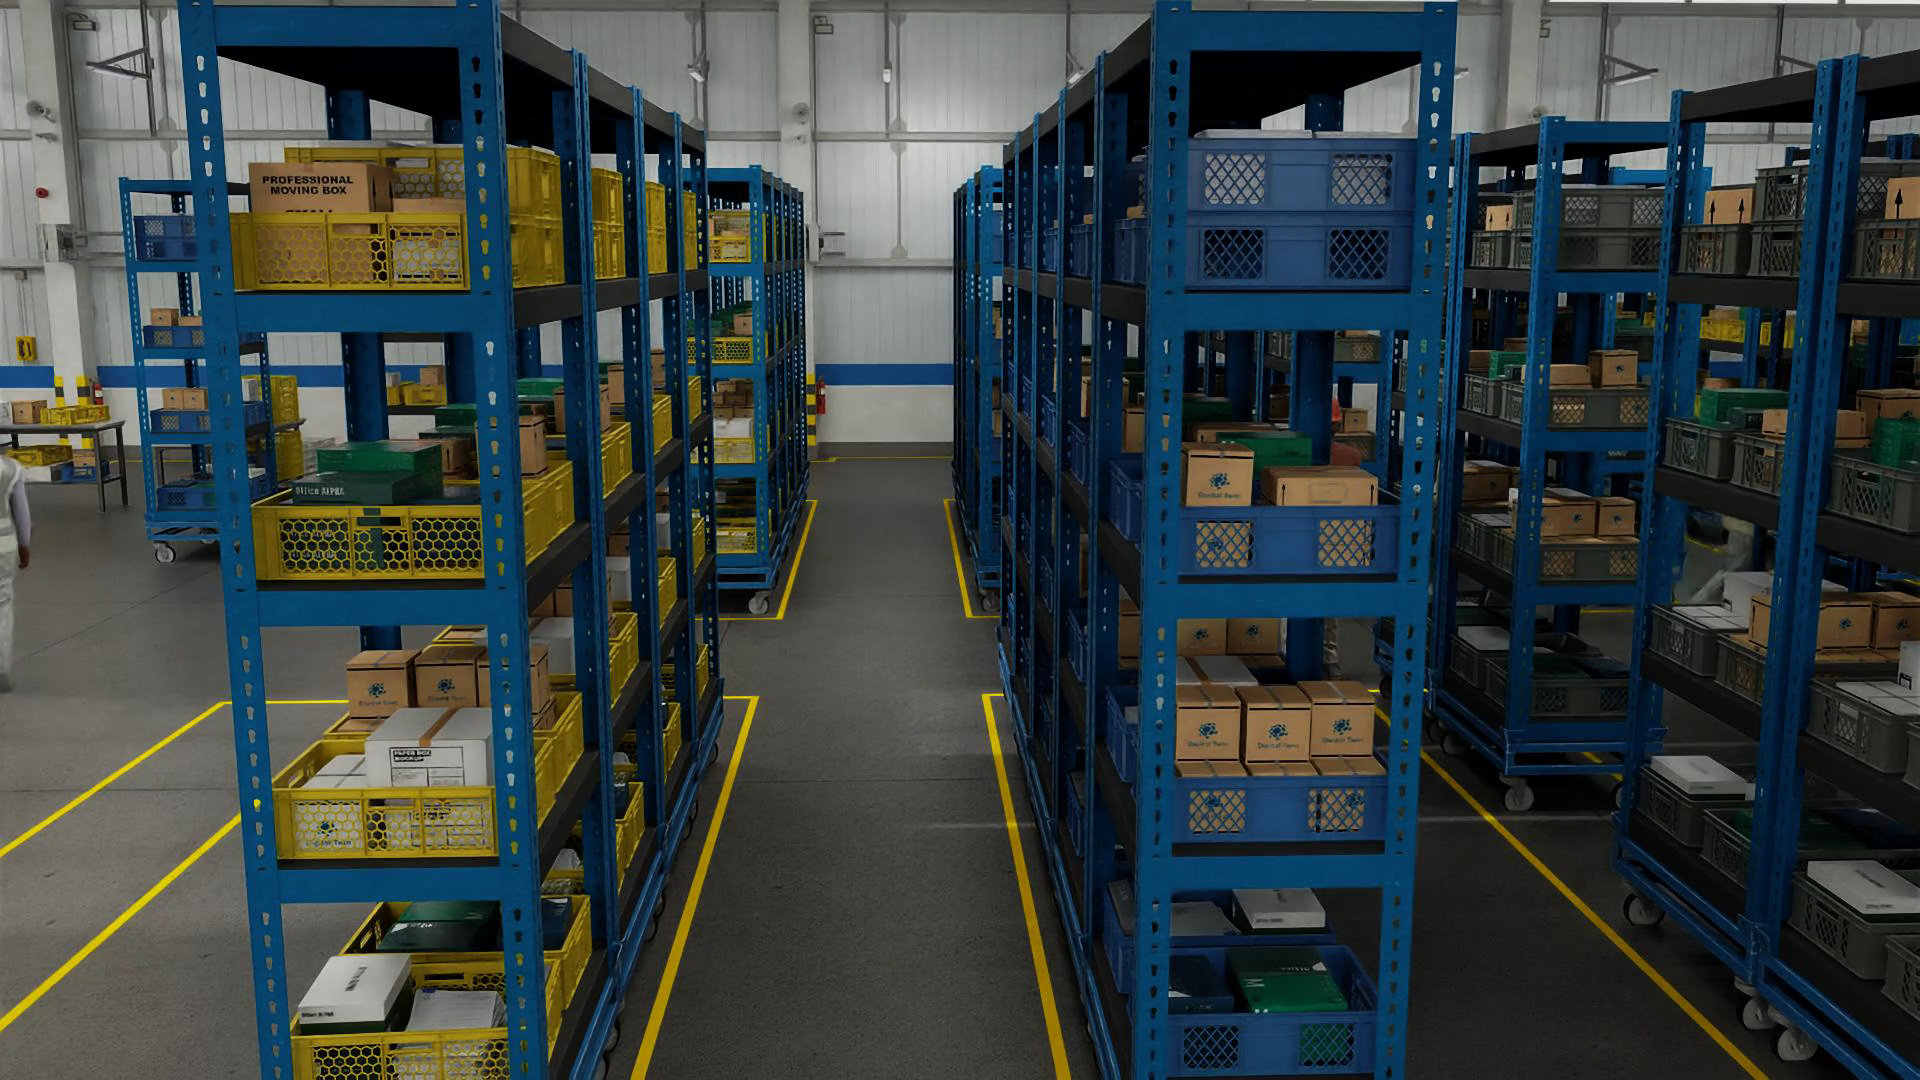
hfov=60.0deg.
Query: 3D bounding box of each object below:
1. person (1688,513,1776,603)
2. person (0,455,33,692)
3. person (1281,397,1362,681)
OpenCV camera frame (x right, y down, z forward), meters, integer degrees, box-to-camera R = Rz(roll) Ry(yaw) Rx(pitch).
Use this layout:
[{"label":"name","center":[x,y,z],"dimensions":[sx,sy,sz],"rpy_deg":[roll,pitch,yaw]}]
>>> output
[{"label":"person","center":[5.926,-0.128,12.621],"dimensions":[0.852,1.796,0.590],"rpy_deg":[3,10,16]},{"label":"person","center":[-6.672,0.042,11.302],"dimensions":[0.653,1.906,0.918],"rpy_deg":[-8,13,-39]},{"label":"person","center":[2.446,-0.006,11.342],"dimensions":[0.624,1.992,0.390],"rpy_deg":[-2,10,-10]}]
